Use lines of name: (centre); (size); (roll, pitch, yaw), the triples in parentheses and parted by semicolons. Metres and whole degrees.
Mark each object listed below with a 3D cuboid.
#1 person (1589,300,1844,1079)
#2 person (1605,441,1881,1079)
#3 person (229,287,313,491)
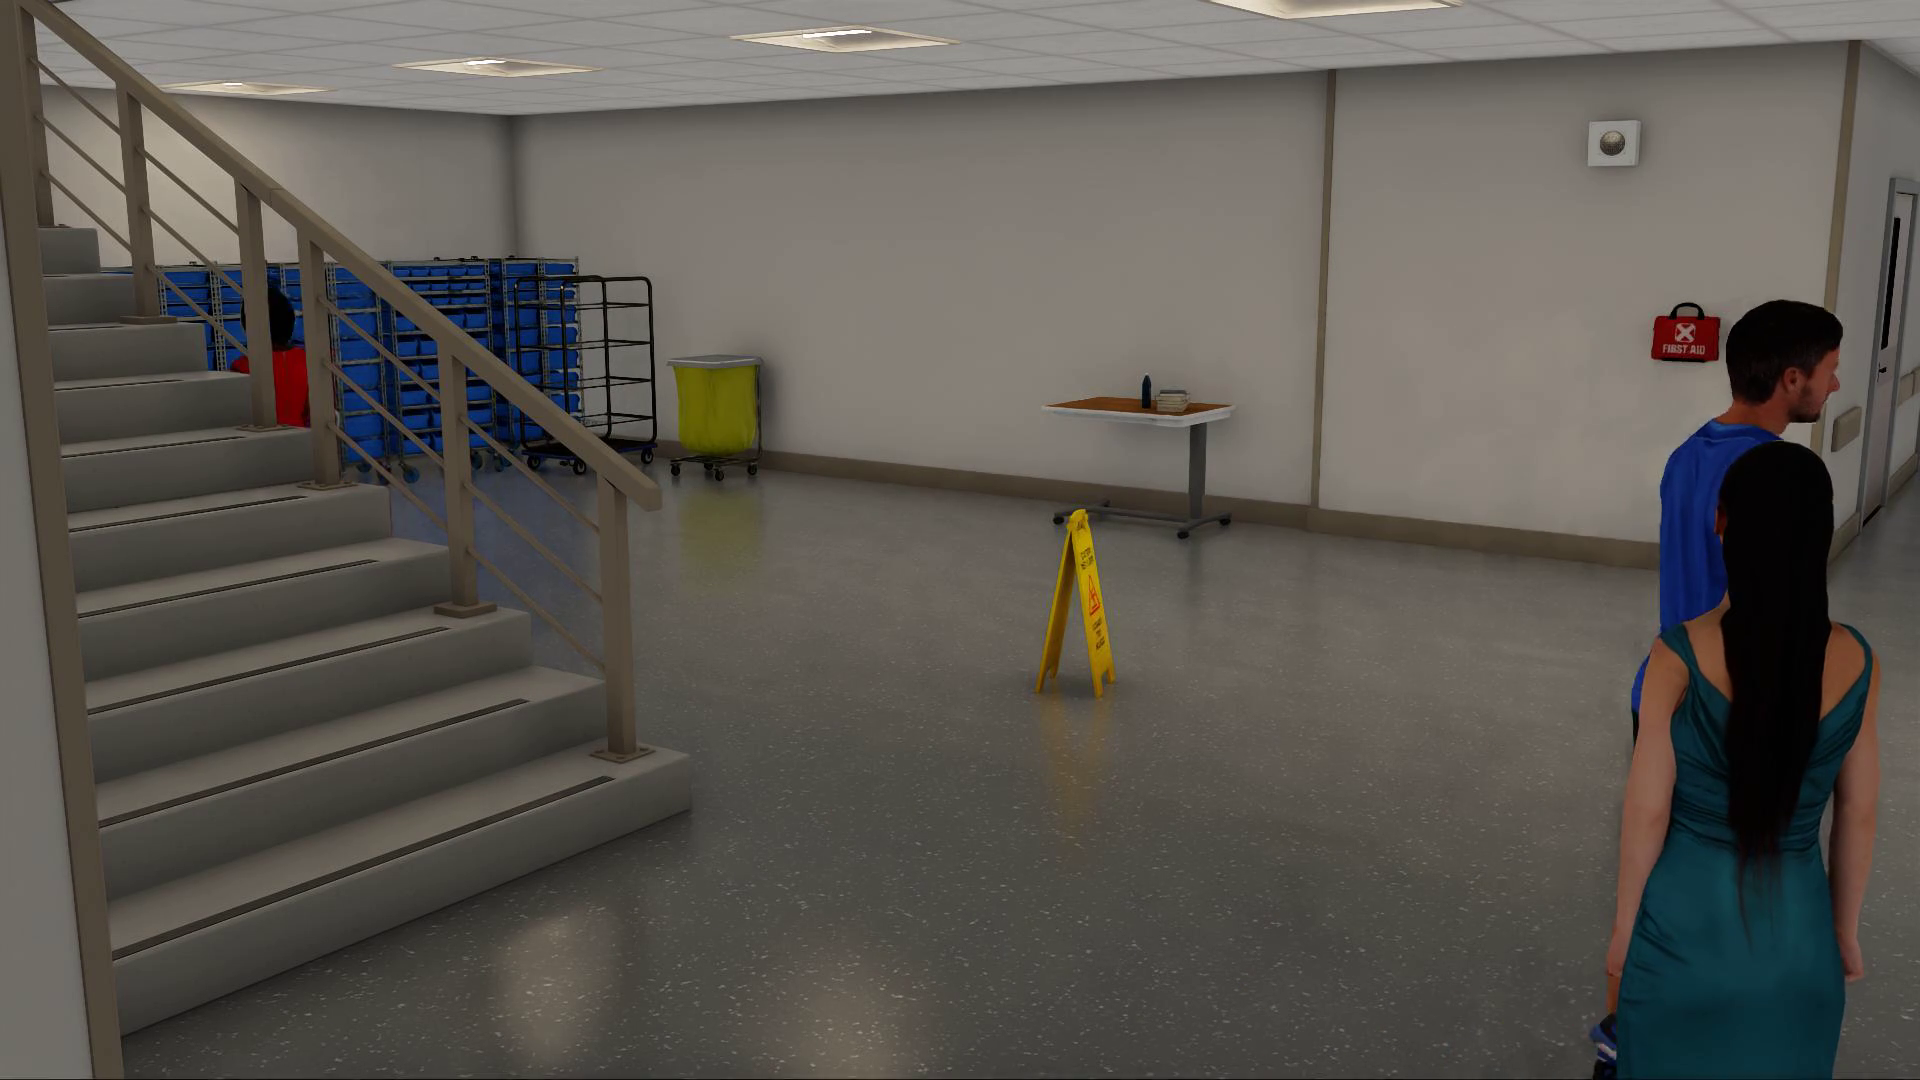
person: (1.583, 0.415, 3.648); (0.899, 1.850, 0.850); (-2, 11, -10)
person: (1.262, 0.680, 2.708); (0.608, 1.682, 0.695); (0, 11, -1)
person: (-3.034, -0.264, 7.568); (0.964, 1.723, 0.610); (8, 14, 37)
